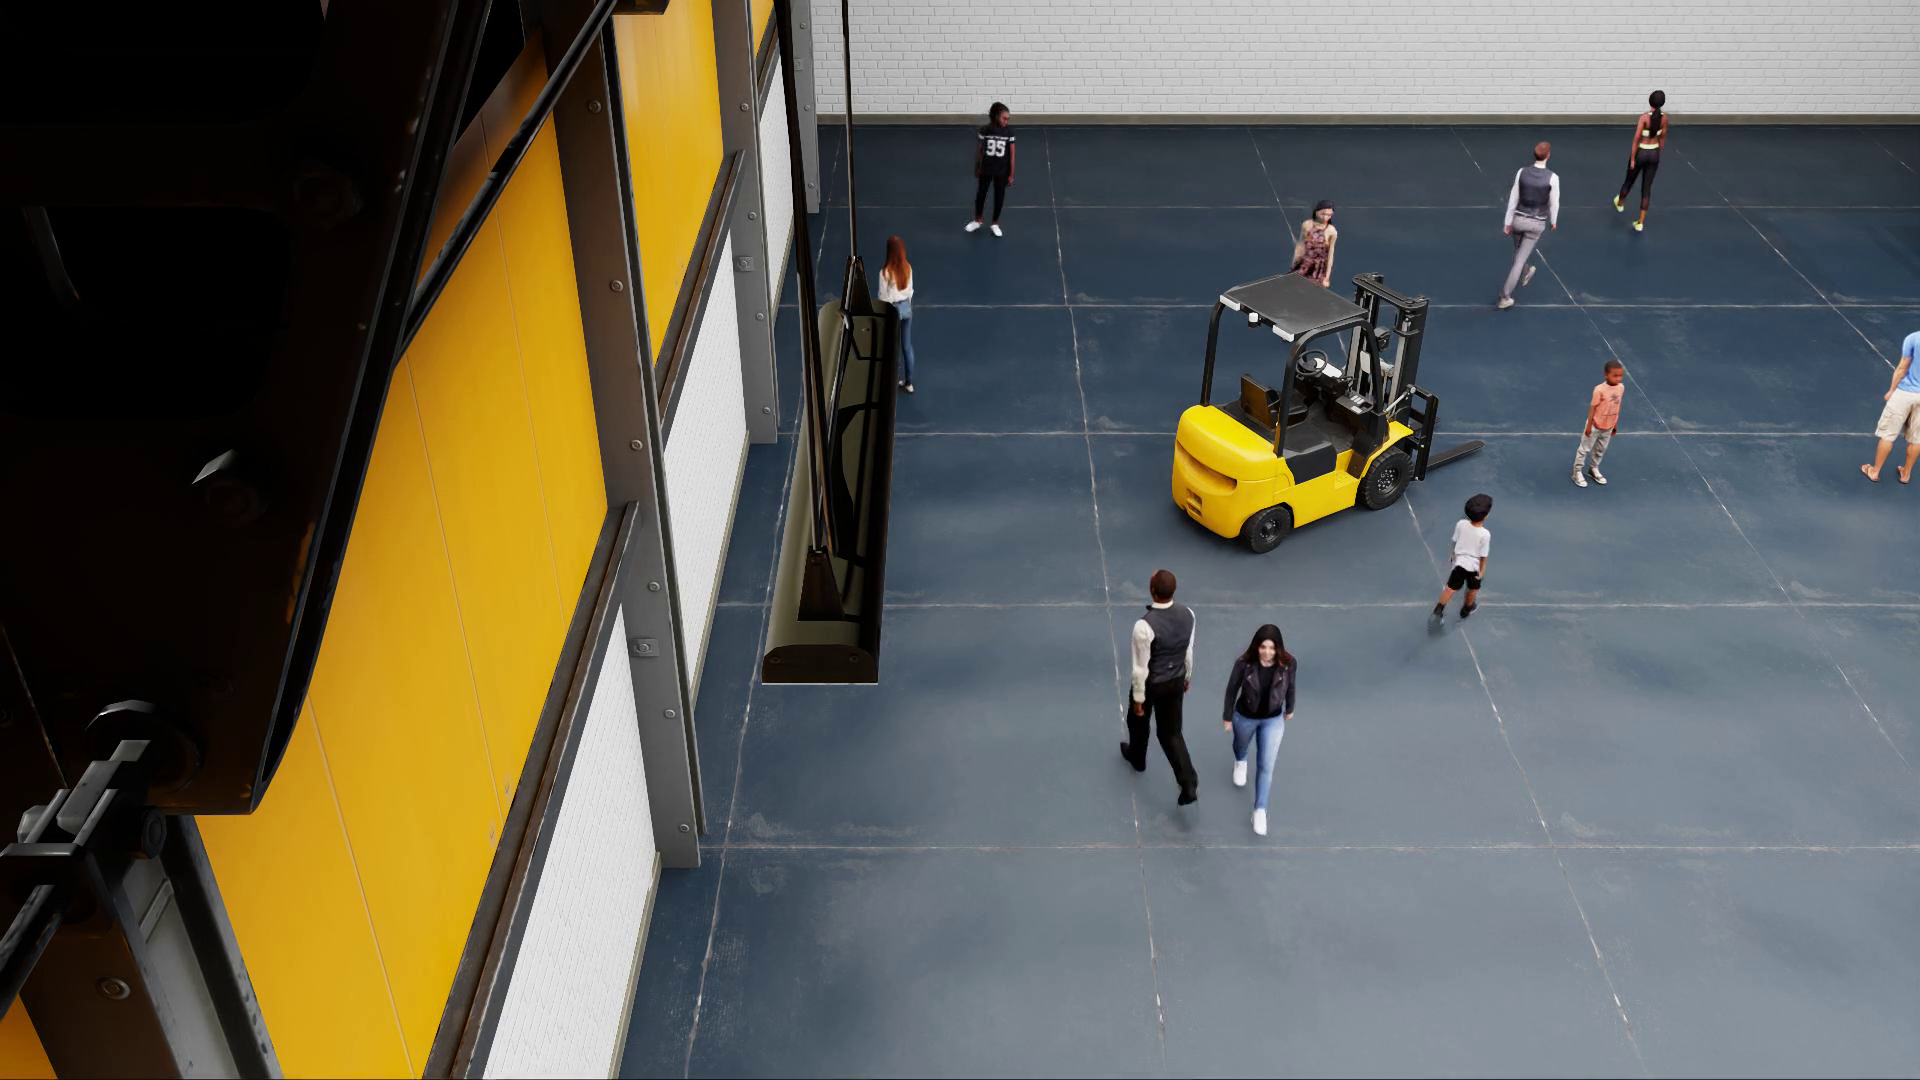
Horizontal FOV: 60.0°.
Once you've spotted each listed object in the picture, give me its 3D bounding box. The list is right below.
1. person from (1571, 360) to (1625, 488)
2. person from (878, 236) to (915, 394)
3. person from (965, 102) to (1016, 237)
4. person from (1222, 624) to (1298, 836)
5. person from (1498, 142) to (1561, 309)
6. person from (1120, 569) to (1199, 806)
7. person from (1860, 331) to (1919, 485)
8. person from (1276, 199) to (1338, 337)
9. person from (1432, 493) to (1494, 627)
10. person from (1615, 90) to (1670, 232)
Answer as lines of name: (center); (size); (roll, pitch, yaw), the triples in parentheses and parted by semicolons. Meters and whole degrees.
person: (6.133, -1.137, 15.925); (0.511, 1.308, 0.516); (-7, 34, -11)
person: (-0.622, -2.327, 17.353); (0.908, 1.711, 1.044); (-19, 38, -27)
person: (0.394, -4.634, 20.812); (0.780, 1.722, 0.608); (9, 35, 13)
person: (2.152, 1.245, 12.087); (0.738, 1.592, 1.108); (3, 34, 5)
person: (6.468, -3.567, 19.058); (1.191, 1.888, 1.279); (27, 42, 34)
person: (1.488, 1.103, 12.034); (1.046, 1.886, 1.317); (-13, 36, -19)
person: (9.083, -1.398, 15.817); (0.702, 1.863, 0.637); (6, 34, 9)
person: (3.813, -2.915, 18.206); (0.874, 1.745, 0.847); (-27, 42, -34)
person: (4.248, 0.187, 13.989); (0.852, 1.248, 0.804); (-27, 42, -35)
person: (8.684, -4.755, 21.012); (0.646, 1.703, 1.153); (3, 34, 4)
